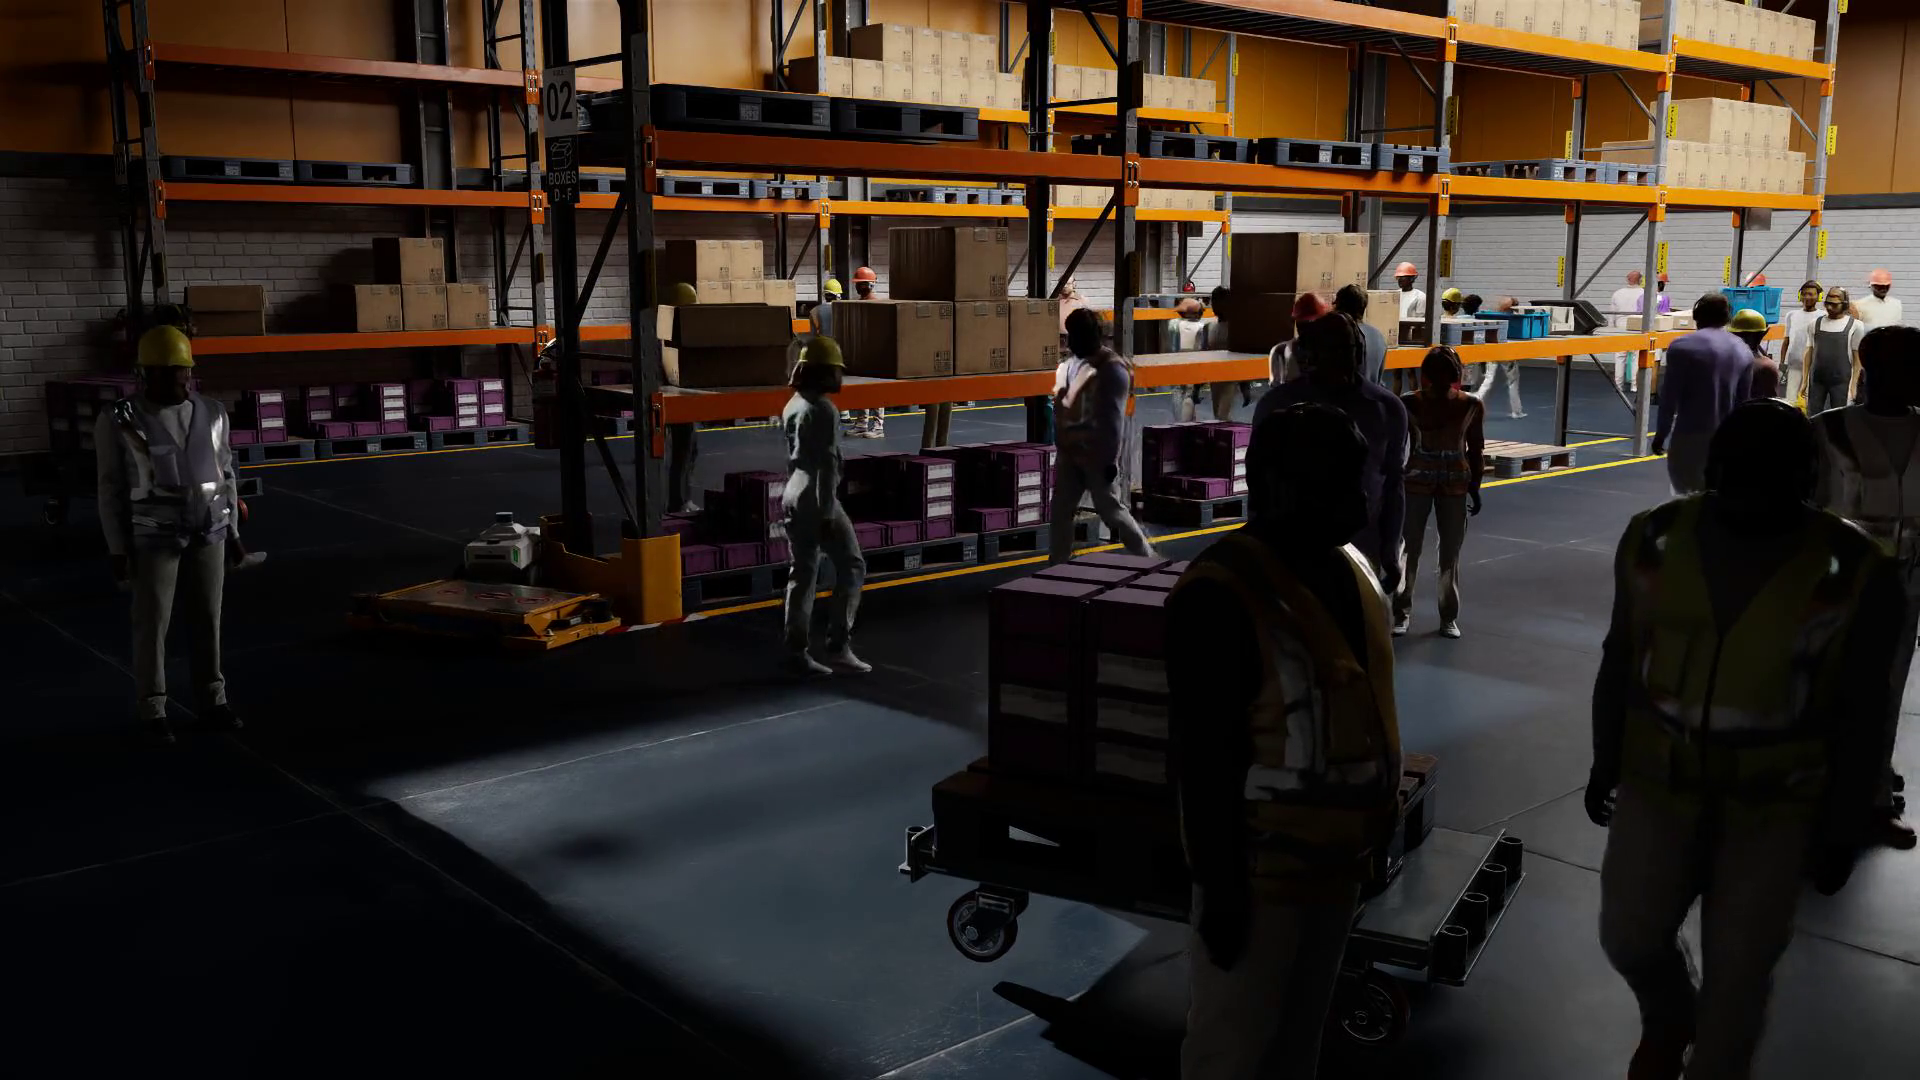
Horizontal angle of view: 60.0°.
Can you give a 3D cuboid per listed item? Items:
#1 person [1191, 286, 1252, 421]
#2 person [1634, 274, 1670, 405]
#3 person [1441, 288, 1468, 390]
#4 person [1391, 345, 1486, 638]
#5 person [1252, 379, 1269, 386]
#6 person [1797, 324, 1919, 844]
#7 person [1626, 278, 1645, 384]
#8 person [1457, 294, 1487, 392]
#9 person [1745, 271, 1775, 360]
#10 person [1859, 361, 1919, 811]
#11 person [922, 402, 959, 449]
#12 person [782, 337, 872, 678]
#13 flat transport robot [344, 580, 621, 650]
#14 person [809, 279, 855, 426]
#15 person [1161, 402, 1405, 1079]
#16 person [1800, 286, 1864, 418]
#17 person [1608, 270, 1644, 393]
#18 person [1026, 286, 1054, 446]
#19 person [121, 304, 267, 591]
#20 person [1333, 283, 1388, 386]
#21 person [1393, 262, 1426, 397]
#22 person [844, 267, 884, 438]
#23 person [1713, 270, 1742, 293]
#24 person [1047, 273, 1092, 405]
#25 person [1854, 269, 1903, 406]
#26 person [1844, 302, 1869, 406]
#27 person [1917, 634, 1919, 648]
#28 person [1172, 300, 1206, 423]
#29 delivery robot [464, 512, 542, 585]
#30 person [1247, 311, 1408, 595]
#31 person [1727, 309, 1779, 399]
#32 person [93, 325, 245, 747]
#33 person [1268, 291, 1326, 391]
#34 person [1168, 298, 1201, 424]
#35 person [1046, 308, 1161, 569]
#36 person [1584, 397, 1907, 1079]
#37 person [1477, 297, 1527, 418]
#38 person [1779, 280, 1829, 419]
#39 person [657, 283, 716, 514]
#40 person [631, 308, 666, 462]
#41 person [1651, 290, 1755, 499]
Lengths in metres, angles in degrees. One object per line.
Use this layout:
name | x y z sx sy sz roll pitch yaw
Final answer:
person | 2.378 -1.421 15.463 0.782 1.833 0.550 -9 13 -44
person | 9.946 -2.907 23.860 0.375 1.939 0.546 -5 11 -25
person | 5.483 -1.939 18.696 0.311 1.768 0.533 -8 12 -39
person | 2.647 -0.266 9.267 0.523 1.639 0.314 2 10 10
person | 5.066 -3.482 27.323 0.592 1.913 0.396 -1 10 -7
person | 3.289 0.169 6.011 0.583 1.883 0.350 0 10 -1
person | 11.254 -3.453 27.559 0.312 1.767 0.533 3 10 15
person | 6.159 -2.159 20.278 0.554 1.643 0.854 5 11 28
person | 10.056 -2.433 21.122 0.387 1.932 0.545 -8 13 -40
person | 3.582 0.118 6.476 0.404 1.828 0.587 6 11 31
person | -0.188 -1.424 16.066 0.283 1.633 0.497 8 12 39
person | -0.691 -0.162 8.406 0.579 1.711 0.503 -7 12 -34
flat transport robot | -2.693 0.402 9.359 1.431 0.197 0.652 5 11 25
person | -1.585 -2.343 20.862 0.588 1.834 0.403 3 10 20
person | 0.663 0.645 3.348 0.430 1.845 0.621 8 13 41
person | 8.336 -1.504 15.941 0.505 1.838 0.347 9 13 42
person | 10.416 -3.217 25.814 0.695 1.901 0.400 6 12 33
person | 0.820 -1.738 17.282 0.388 1.846 0.565 7 12 35
person | -5.039 -0.605 10.758 0.496 1.803 0.978 8 12 38
person | 2.657 -0.774 11.368 0.371 1.940 0.627 9 13 42
person | 5.853 -2.630 21.925 0.387 2.045 0.605 -6 12 -33
person | -1.099 -2.191 19.505 0.377 1.995 0.608 -9 13 -41
person | 12.087 -3.312 26.145 0.608 1.966 0.374 8 13 40
person | 1.397 -2.558 21.914 0.653 1.904 0.405 2 10 11
person | 10.924 -2.221 19.746 0.629 1.966 0.696 0 10 0
person | 10.172 -1.940 19.217 0.837 1.594 0.505 -7 12 -34
person | 3.531 0.275 5.458 0.526 1.873 0.653 -6 11 -32
person | 2.764 -1.975 19.350 0.547 1.600 0.794 9 13 42
delivery robot | -2.784 0.071 10.192 0.477 0.478 0.707 0 10 -1
person | 1.481 0.037 6.717 0.641 1.909 0.409 0 10 2
person | 5.332 -0.687 11.366 0.310 1.768 0.533 -2 10 -13
person | -3.442 -0.026 7.307 0.404 1.827 0.601 8 13 40
person | 2.378 -0.752 11.365 0.548 1.904 0.784 4 10 21
person | 2.808 -2.191 20.626 0.498 1.612 0.507 6 12 33
person | 0.871 -0.553 10.466 0.877 1.817 0.645 -6 12 -33
person | 1.760 0.575 3.805 0.641 1.819 0.464 7 12 37
person | 7.034 -2.364 21.649 0.855 1.605 0.507 -6 11 -30
person | 8.906 -1.800 17.564 0.513 1.876 0.328 8 13 40
person | -2.175 -1.104 13.388 0.549 1.910 0.604 -6 12 -33
person | -3.209 -1.639 17.138 0.320 1.697 0.531 2 10 11
person | 4.986 -0.704 11.065 0.662 1.910 0.820 -3 10 -17
